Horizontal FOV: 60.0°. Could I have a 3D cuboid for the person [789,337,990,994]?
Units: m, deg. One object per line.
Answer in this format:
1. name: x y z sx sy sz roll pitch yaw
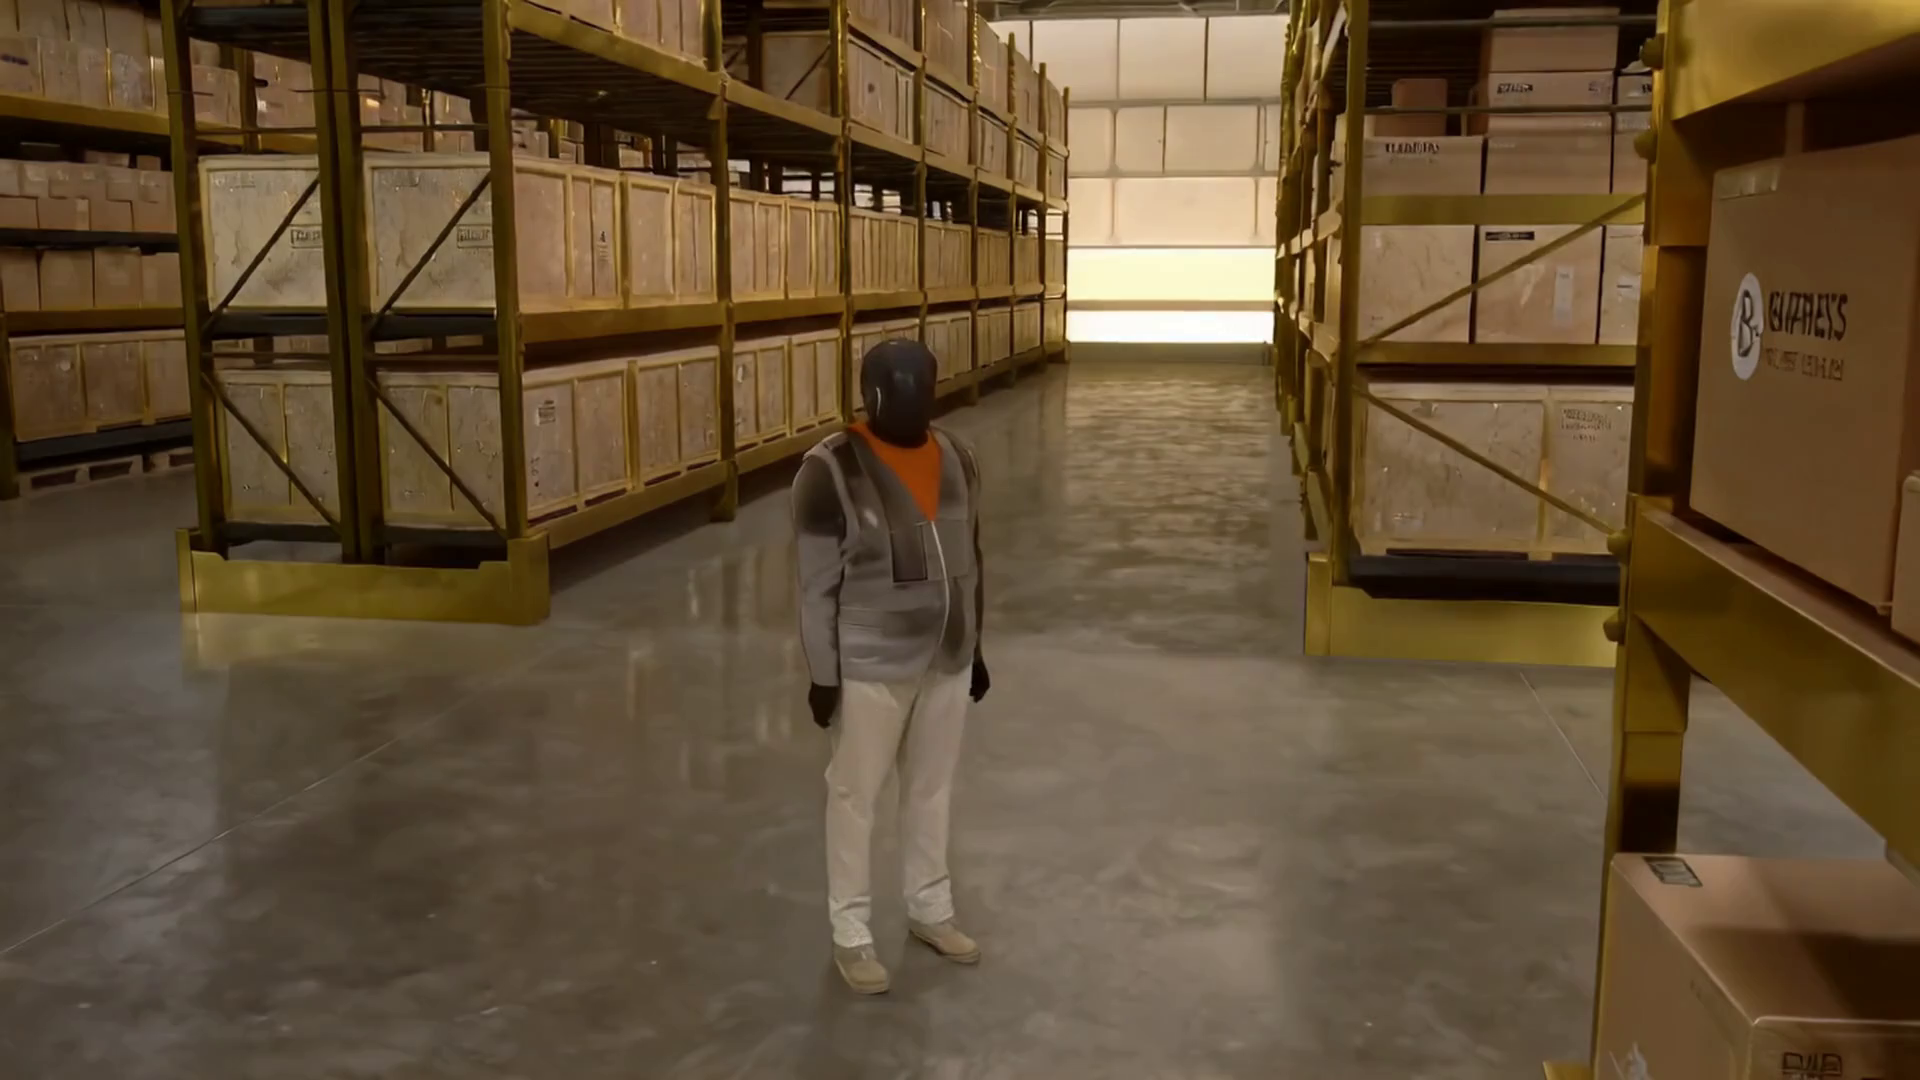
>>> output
1. person: -0.166 0.346 4.752 0.636 1.842 0.429 -7 11 -37
